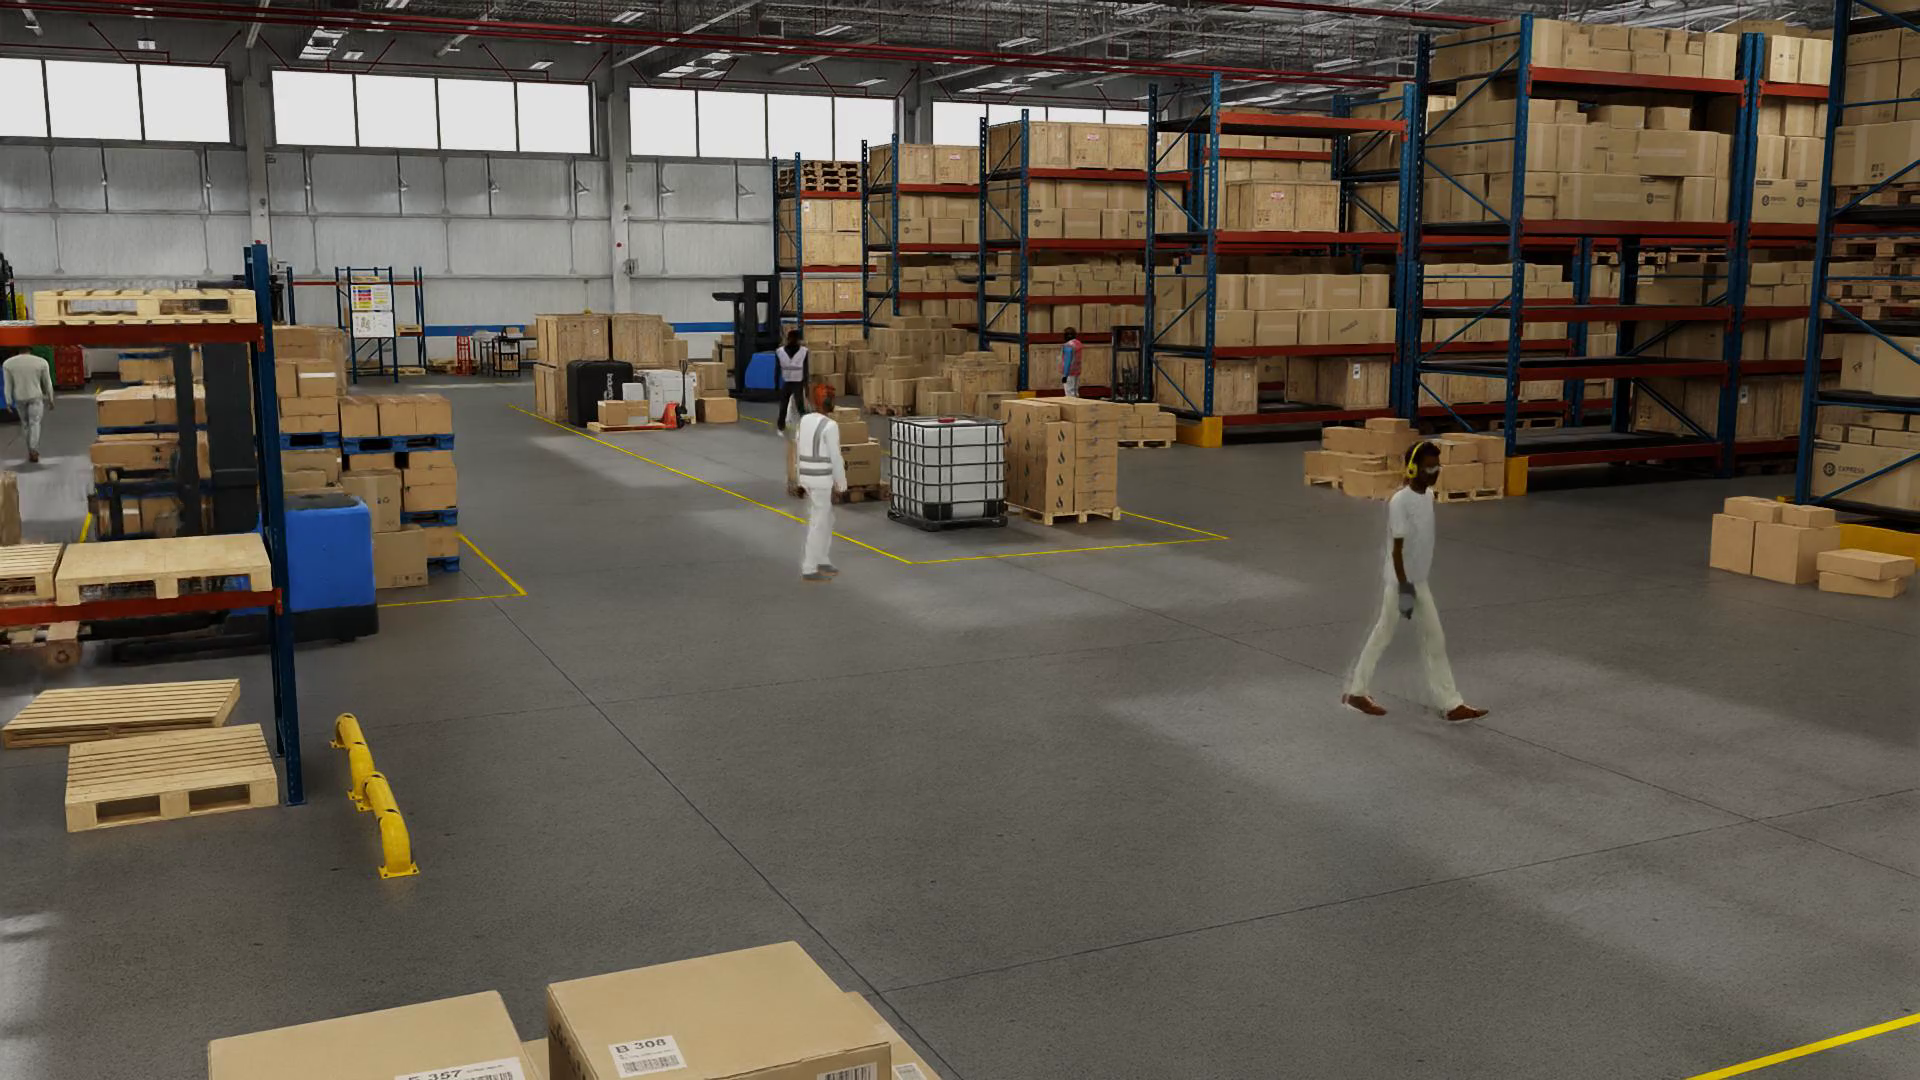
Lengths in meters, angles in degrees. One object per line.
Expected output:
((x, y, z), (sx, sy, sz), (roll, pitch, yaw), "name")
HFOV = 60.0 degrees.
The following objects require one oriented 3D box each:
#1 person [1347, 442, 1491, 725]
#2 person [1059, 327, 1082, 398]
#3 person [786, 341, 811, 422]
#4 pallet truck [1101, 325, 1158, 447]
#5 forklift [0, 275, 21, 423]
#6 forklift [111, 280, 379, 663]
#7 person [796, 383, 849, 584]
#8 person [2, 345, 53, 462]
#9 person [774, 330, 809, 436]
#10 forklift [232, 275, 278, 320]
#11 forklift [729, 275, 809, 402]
((2.917, 0.282, 10.631), (0.559, 1.813, 0.986), (-9, 13, -44), "person")
((2.122, -3.197, 32.138), (0.429, 1.844, 0.626), (4, 10, 24), "person")
((-3.169, -3.102, 32.265), (0.521, 1.608, 0.787), (4, 10, 24), "person")
((2.881, -2.596, 27.923), (0.823, 1.965, 1.885), (-1, 9, -7), "pallet truck")
((-18.594, -3.649, 31.728), (1.873, 2.768, 1.129), (6, 11, 34), "forklift")
((-5.583, -0.600, 12.810), (1.873, 2.768, 1.129), (-4, 10, -25), "forklift")
((-1.249, -0.526, 15.498), (0.652, 1.858, 0.604), (-7, 11, -36), "person")
((-14.280, -2.156, 25.489), (0.643, 1.916, 0.903), (-3, 10, -18), "person")
((-2.975, -2.774, 29.377), (0.623, 1.890, 0.448), (0, 9, -1), "person")
((-16.189, -4.721, 38.375), (1.129, 2.768, 1.873), (-4, 10, -25), "forklift")
((-4.423, -4.560, 37.377), (1.873, 2.768, 1.129), (6, 11, 34), "forklift")
